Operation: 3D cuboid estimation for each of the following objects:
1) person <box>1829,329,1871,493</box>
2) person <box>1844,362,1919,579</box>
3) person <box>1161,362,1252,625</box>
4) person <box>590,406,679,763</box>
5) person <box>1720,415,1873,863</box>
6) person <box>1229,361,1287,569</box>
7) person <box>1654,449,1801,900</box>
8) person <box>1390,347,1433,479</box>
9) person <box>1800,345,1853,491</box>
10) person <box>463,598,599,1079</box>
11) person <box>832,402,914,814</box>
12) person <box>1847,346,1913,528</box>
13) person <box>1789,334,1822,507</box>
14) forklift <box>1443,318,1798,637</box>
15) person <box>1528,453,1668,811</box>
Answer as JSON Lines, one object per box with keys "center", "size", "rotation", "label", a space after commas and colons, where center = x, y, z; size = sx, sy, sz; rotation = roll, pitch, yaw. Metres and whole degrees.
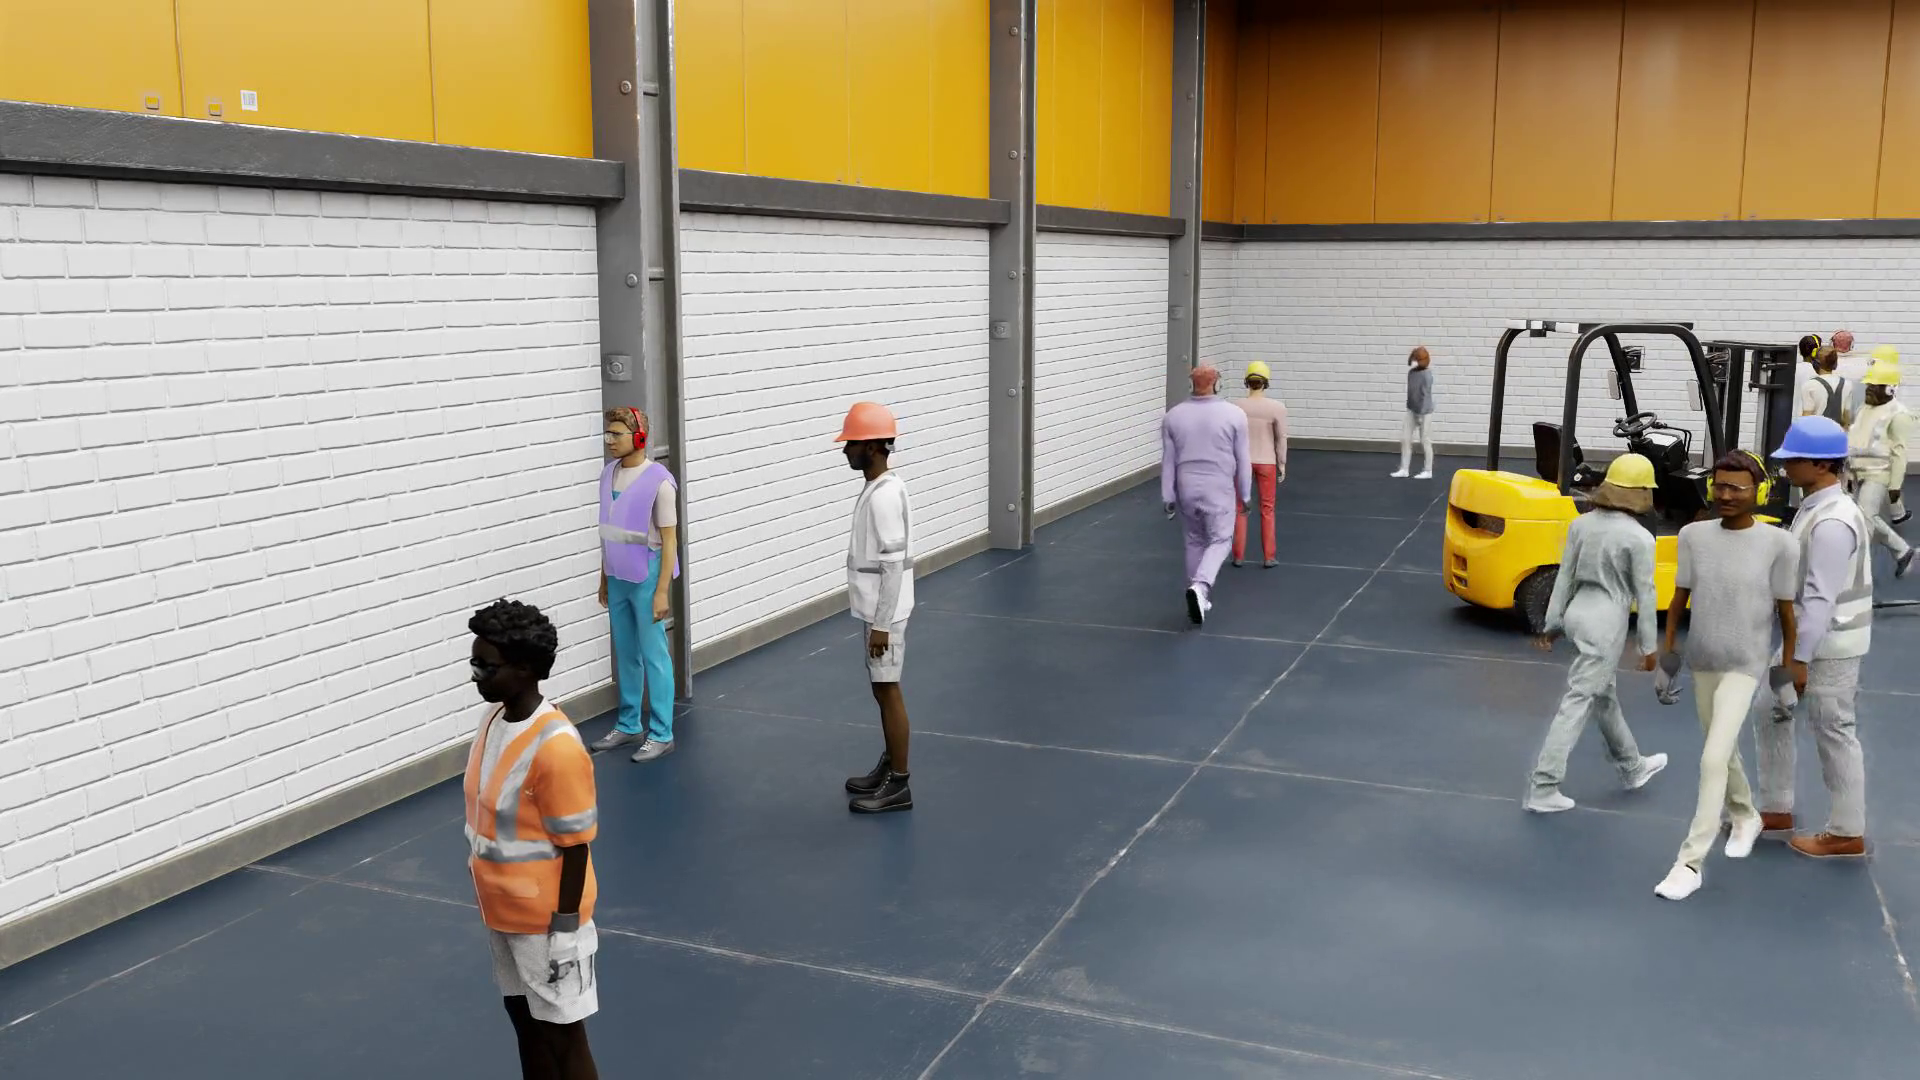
{"center": [9.077, -1.223, 17.248], "size": [0.642, 1.913, 0.408], "rotation": [2, 9, 9], "label": "person"}
{"center": [7.371, -0.527, 13.317], "size": [0.761, 1.811, 0.599], "rotation": [0, 9, 0], "label": "person"}
{"center": [1.750, -0.339, 11.992], "size": [0.644, 1.880, 0.786], "rotation": [5, 11, 29], "label": "person"}
{"center": [-1.680, 0.222, 8.685], "size": [0.564, 1.846, 0.390], "rotation": [8, 12, 41], "label": "person"}
{"center": [3.627, 0.429, 7.151], "size": [0.676, 1.929, 0.648], "rotation": [3, 10, 19], "label": "person"}
{"center": [2.508, -0.638, 14.147], "size": [0.533, 1.765, 0.330], "rotation": [2, 10, 13], "label": "person"}
{"center": [3.213, 0.519, 6.960], "size": [0.976, 1.834, 0.530], "rotation": [-8, 12, -39], "label": "person"}
{"center": [5.470, -1.515, 19.931], "size": [0.606, 1.600, 0.528], "rotation": [-4, 10, -21], "label": "person"}
{"center": [7.898, -0.864, 15.267], "size": [0.517, 1.843, 0.326], "rotation": [-2, 10, -11], "label": "person"}
{"center": [-1.158, 0.990, 4.478], "size": [0.316, 1.696, 0.541], "rotation": [-7, 12, -38], "label": "person"}
{"center": [-0.405, 0.318, 7.829], "size": [0.373, 1.934, 0.551], "rotation": [-1, 9, -5], "label": "person"}
{"center": [8.911, -0.973, 16.074], "size": [0.890, 1.788, 0.625], "rotation": [-6, 11, -32], "label": "person"}
{"center": [8.613, -1.158, 16.972], "size": [0.326, 1.874, 0.519], "rotation": [-4, 10, -24], "label": "person"}
{"center": [4.706, -0.497, 11.990], "size": [2.313, 2.155, 1.214], "rotation": [-2, 10, -10], "label": "forklift"}
{"center": [3.080, 0.432, 7.865], "size": [0.926, 1.680, 0.497], "rotation": [-4, 10, -21], "label": "person"}
